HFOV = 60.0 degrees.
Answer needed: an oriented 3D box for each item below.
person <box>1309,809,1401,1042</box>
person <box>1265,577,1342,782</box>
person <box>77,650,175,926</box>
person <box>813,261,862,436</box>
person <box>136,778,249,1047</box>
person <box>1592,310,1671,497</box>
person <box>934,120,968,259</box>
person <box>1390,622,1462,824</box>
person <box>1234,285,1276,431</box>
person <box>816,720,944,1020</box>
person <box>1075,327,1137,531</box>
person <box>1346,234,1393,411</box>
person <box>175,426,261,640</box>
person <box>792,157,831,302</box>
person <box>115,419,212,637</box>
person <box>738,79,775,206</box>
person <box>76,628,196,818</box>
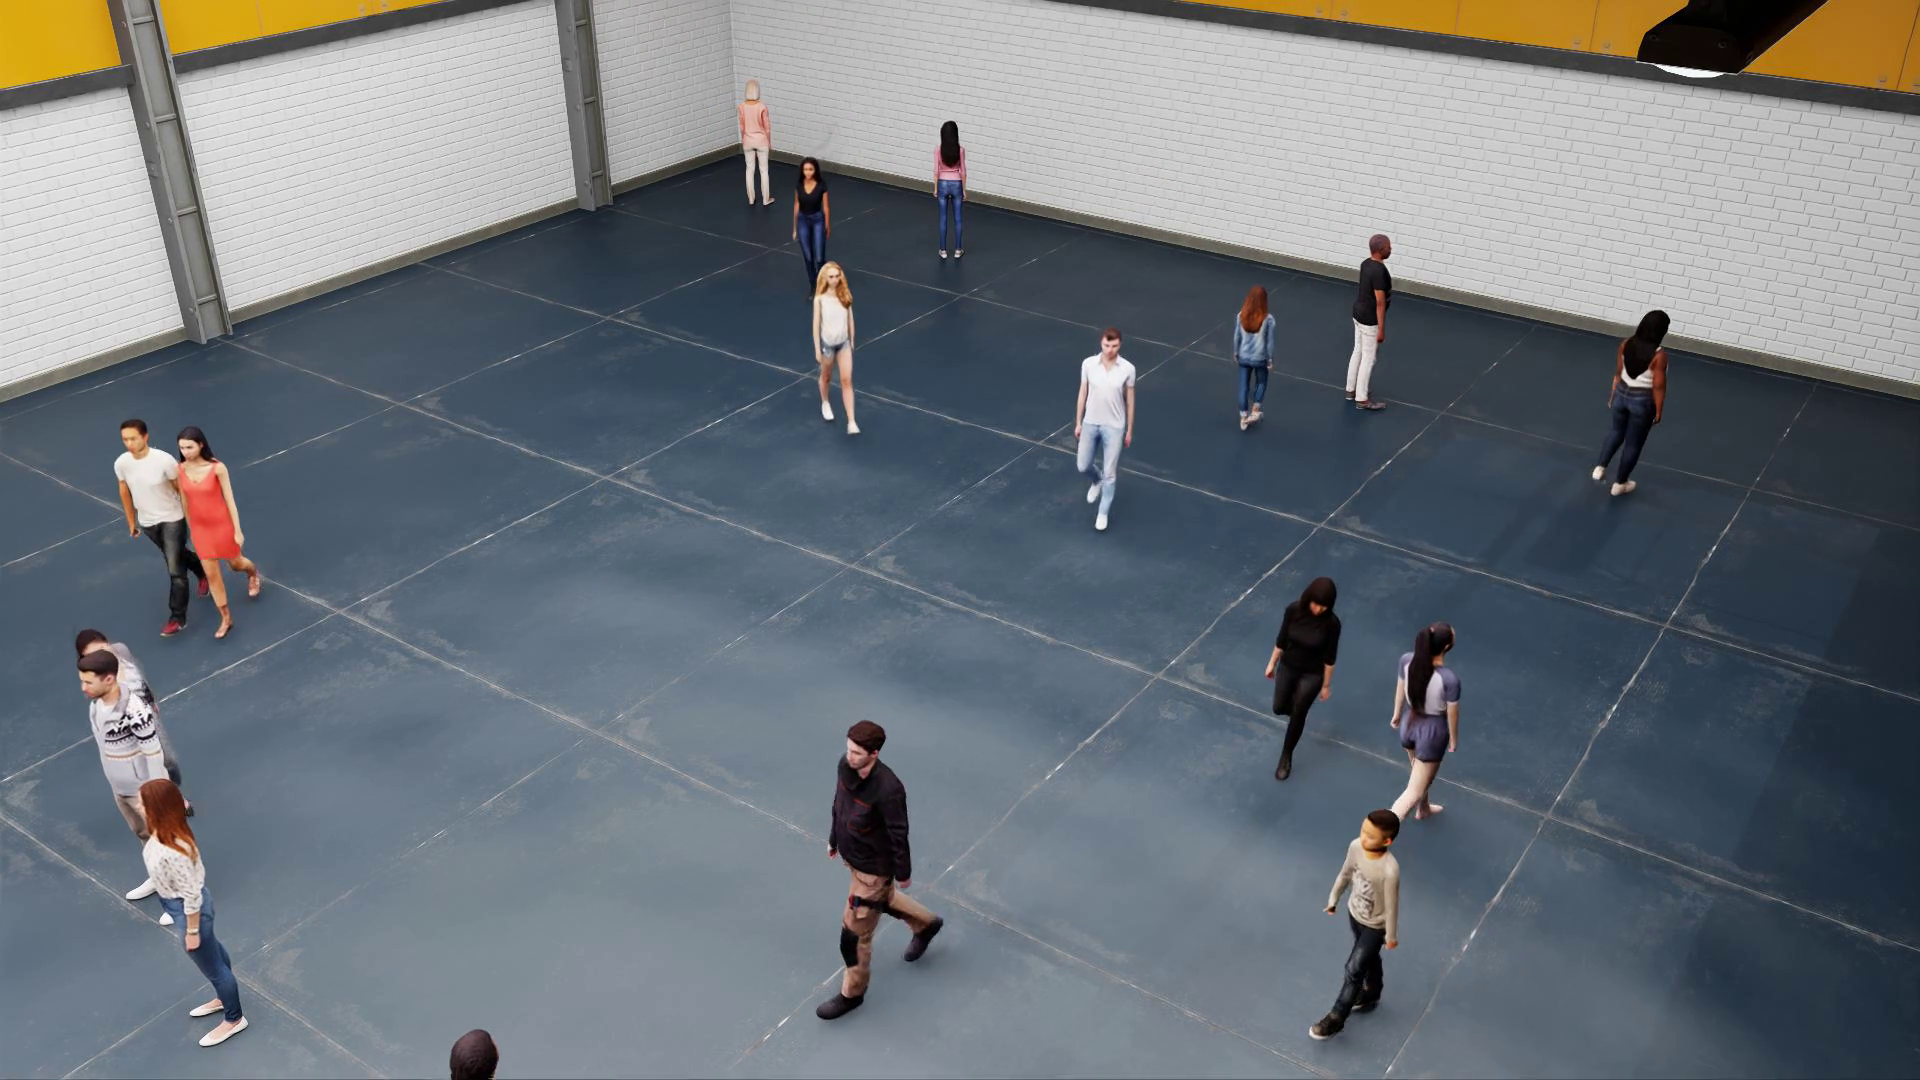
[{"bbox_3d":[2.356,2.099,9.313,0.931,1.445,0.816,-12,31,-21],"label":"person"},{"bbox_3d":[2.371,0.872,11.389,0.666,1.611,0.816,19,34,30],"label":"person"},{"bbox_3d":[-4.969,1.452,10.067,0.688,1.860,0.536,19,34,31],"label":"person"},{"bbox_3d":[-1.280,-1.922,16.402,1.138,1.716,1.086,-10,30,-18],"label":"person"},{"bbox_3d":[-4.233,2.023,9.157,0.641,1.729,0.645,-15,32,-25],"label":"person"},{"bbox_3d":[6.030,-1.211,15.009,0.832,1.801,0.790,-17,33,-28],"label":"person"},{"bbox_3d":[-0.130,-4.433,20.977,0.646,1.743,0.675,0,29,1],"label":"person"},{"bbox_3d":[2.908,1.284,10.628,1.101,1.617,0.835,-18,34,-30],"label":"person"},{"bbox_3d":[2.865,-1.771,16.386,0.645,1.467,0.678,12,31,21],"label":"person"},{"bbox_3d":[-0.441,1.784,9.423,1.283,1.892,0.965,-19,34,-30],"label":"person"},{"bbox_3d":[1.278,-1.029,14.634,0.837,1.841,0.958,8,30,14],"label":"person"},{"bbox_3d":[4.152,-2.228,16.870,0.813,1.805,0.751,-5,29,-8],"label":"person"},{"bbox_3d":[-5.842,-0.119,13.119,0.979,1.694,1.113,-1,29,-1],"label":"person"},{"bbox_3d":[-1.737,-3.703,19.653,0.685,1.728,0.724,5,29,8],"label":"person"},{"bbox_3d":[-6.264,-0.198,13.193,1.065,1.762,1.286,1,29,2],"label":"person"},{"bbox_3d":[-2.817,-5.488,22.929,0.675,1.725,0.664,5,29,9],"label":"person"},{"bbox_3d":[-5.371,1.214,10.734,0.835,1.638,0.674,2,29,3],"label":"person"}]
